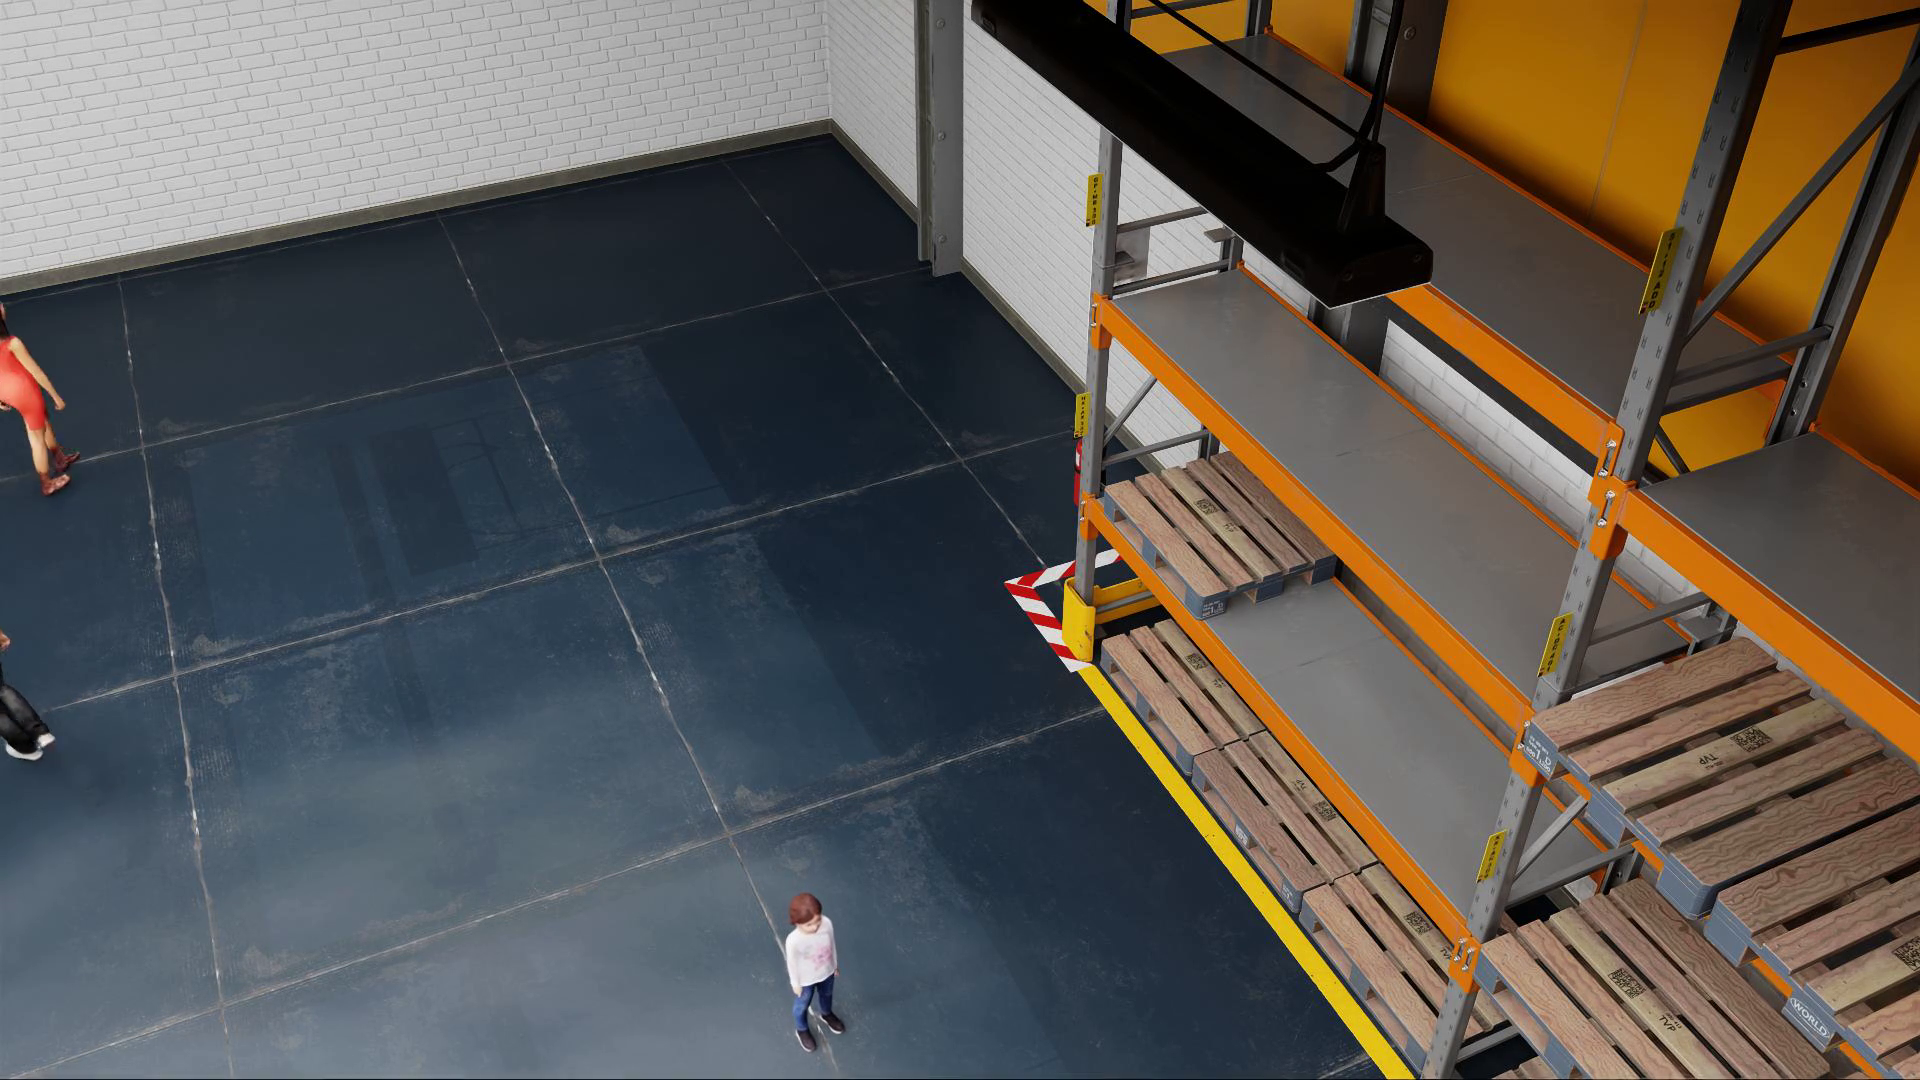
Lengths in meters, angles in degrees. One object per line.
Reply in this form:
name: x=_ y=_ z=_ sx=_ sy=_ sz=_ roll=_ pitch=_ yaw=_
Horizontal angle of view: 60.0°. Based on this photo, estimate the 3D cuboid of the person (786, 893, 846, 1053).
person: x=-0.793 y=2.286 z=8.911 sx=0.488 sy=1.112 sz=0.523 roll=-26 pitch=45 yaw=-29

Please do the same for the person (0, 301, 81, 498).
person: x=-7.169 y=-1.048 z=12.614 sx=0.829 sy=1.702 sz=0.891 roll=11 pitch=40 yaw=14
